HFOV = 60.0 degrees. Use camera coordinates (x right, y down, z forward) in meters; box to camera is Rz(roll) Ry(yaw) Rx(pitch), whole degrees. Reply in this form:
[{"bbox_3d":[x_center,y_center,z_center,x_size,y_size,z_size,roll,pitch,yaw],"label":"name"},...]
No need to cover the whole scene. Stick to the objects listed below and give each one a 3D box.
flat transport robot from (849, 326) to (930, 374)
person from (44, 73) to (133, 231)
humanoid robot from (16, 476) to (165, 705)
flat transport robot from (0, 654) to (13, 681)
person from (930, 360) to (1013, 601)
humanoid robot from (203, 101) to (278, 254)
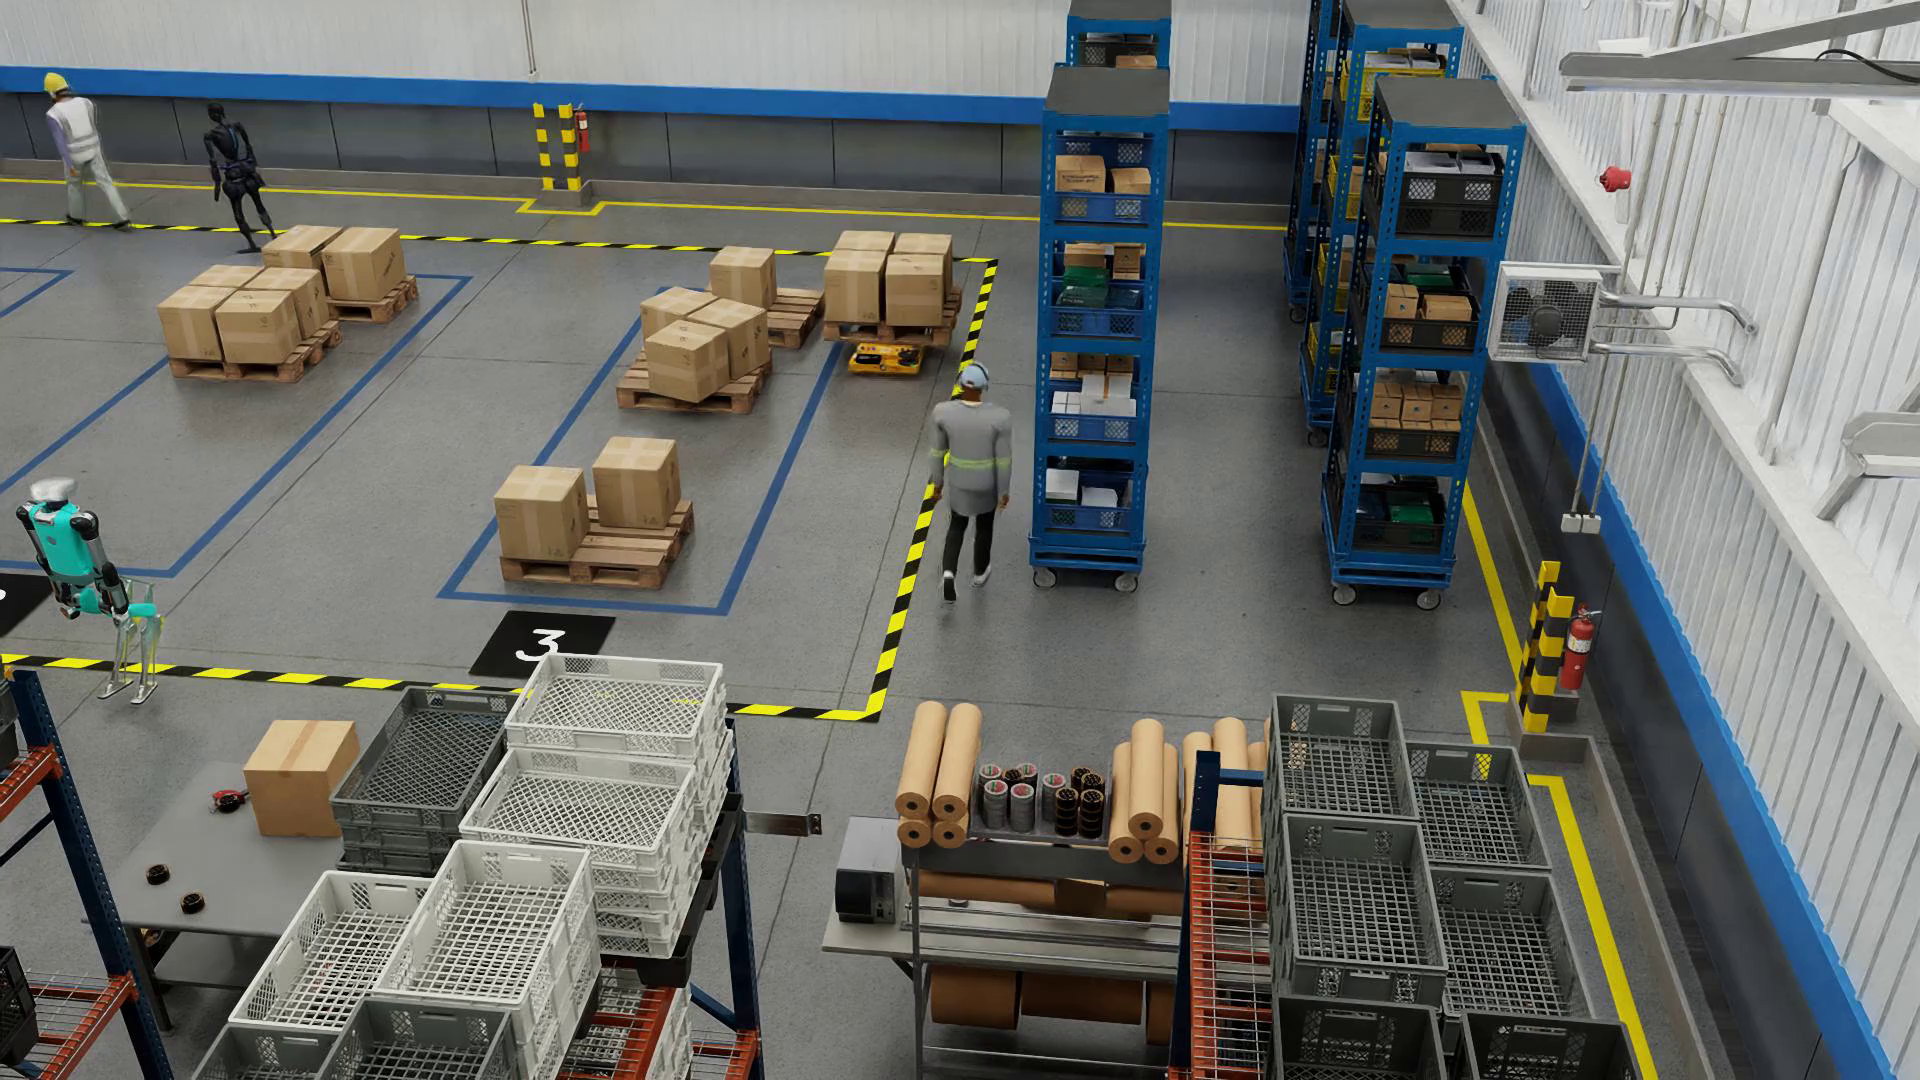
[{"bbox_3d":[-0.637,-1.998,16.077,0.652,0.197,1.431,3,30,6],"label":"flat transport robot"},{"bbox_3d":[-9.835,-4.331,18.619,0.971,1.780,0.569,19,35,29],"label":"person"},{"bbox_3d":[-5.443,0.254,10.647,0.533,1.674,0.735,8,31,14],"label":"humanoid robot"},{"bbox_3d":[-7.142,0.969,11.010,1.431,0.231,0.659,3,30,6],"label":"flat transport robot"},{"bbox_3d":[0.075,-0.407,11.819,0.594,1.833,0.673,8,31,13],"label":"person"},{"bbox_3d":[-7.786,-3.920,18.014,0.469,1.645,0.611,16,34,25],"label":"humanoid robot"}]
